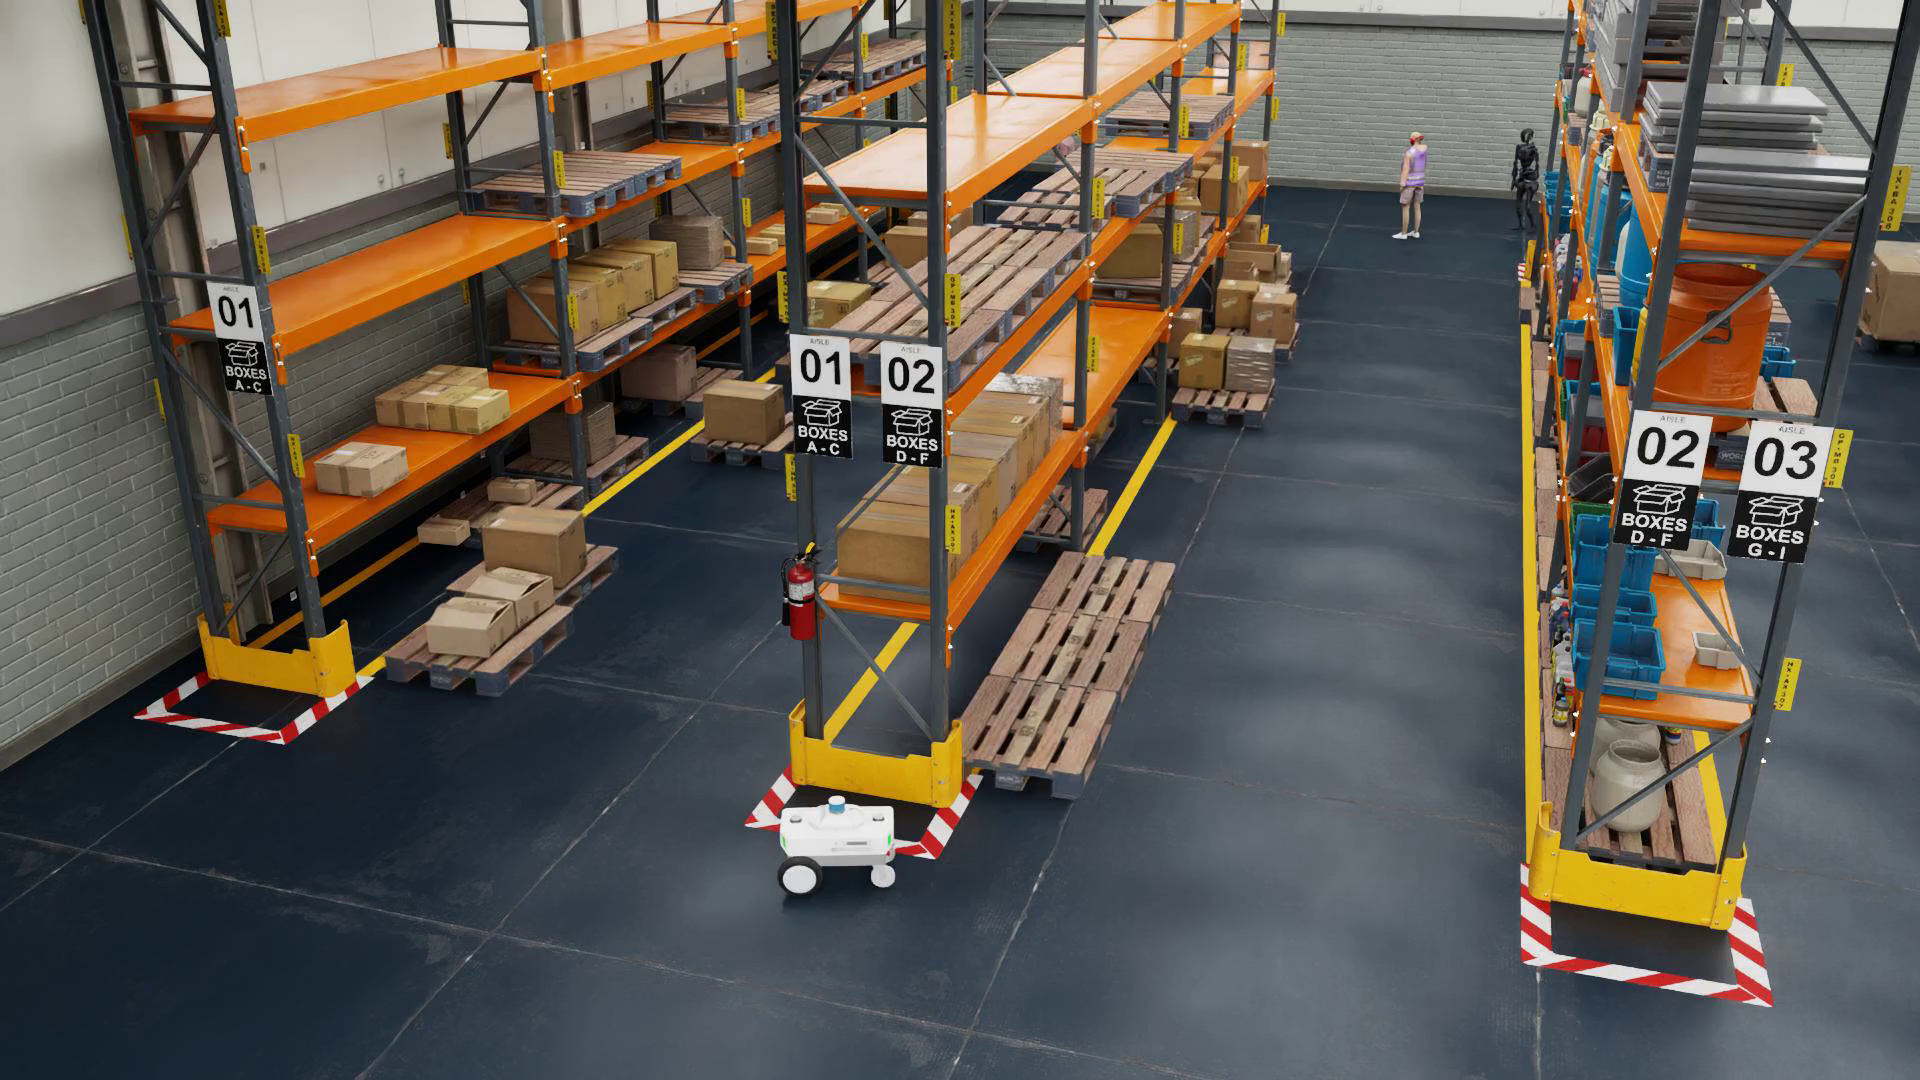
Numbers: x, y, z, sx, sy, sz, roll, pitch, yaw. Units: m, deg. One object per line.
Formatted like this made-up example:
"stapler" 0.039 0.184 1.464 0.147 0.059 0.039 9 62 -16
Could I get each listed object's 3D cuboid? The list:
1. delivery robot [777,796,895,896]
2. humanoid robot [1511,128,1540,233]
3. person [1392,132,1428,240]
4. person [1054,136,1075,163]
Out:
"delivery robot" -0.800 1.895 10.441 0.791 0.614 0.499 -1 23 -2
"humanoid robot" 9.175 -5.823 26.895 0.382 1.642 0.589 -12 26 -25
"person" 7.182 -5.622 26.419 0.489 1.688 0.346 -13 27 -28
"person" 1.697 -5.917 26.957 0.332 1.800 0.528 8 24 17
